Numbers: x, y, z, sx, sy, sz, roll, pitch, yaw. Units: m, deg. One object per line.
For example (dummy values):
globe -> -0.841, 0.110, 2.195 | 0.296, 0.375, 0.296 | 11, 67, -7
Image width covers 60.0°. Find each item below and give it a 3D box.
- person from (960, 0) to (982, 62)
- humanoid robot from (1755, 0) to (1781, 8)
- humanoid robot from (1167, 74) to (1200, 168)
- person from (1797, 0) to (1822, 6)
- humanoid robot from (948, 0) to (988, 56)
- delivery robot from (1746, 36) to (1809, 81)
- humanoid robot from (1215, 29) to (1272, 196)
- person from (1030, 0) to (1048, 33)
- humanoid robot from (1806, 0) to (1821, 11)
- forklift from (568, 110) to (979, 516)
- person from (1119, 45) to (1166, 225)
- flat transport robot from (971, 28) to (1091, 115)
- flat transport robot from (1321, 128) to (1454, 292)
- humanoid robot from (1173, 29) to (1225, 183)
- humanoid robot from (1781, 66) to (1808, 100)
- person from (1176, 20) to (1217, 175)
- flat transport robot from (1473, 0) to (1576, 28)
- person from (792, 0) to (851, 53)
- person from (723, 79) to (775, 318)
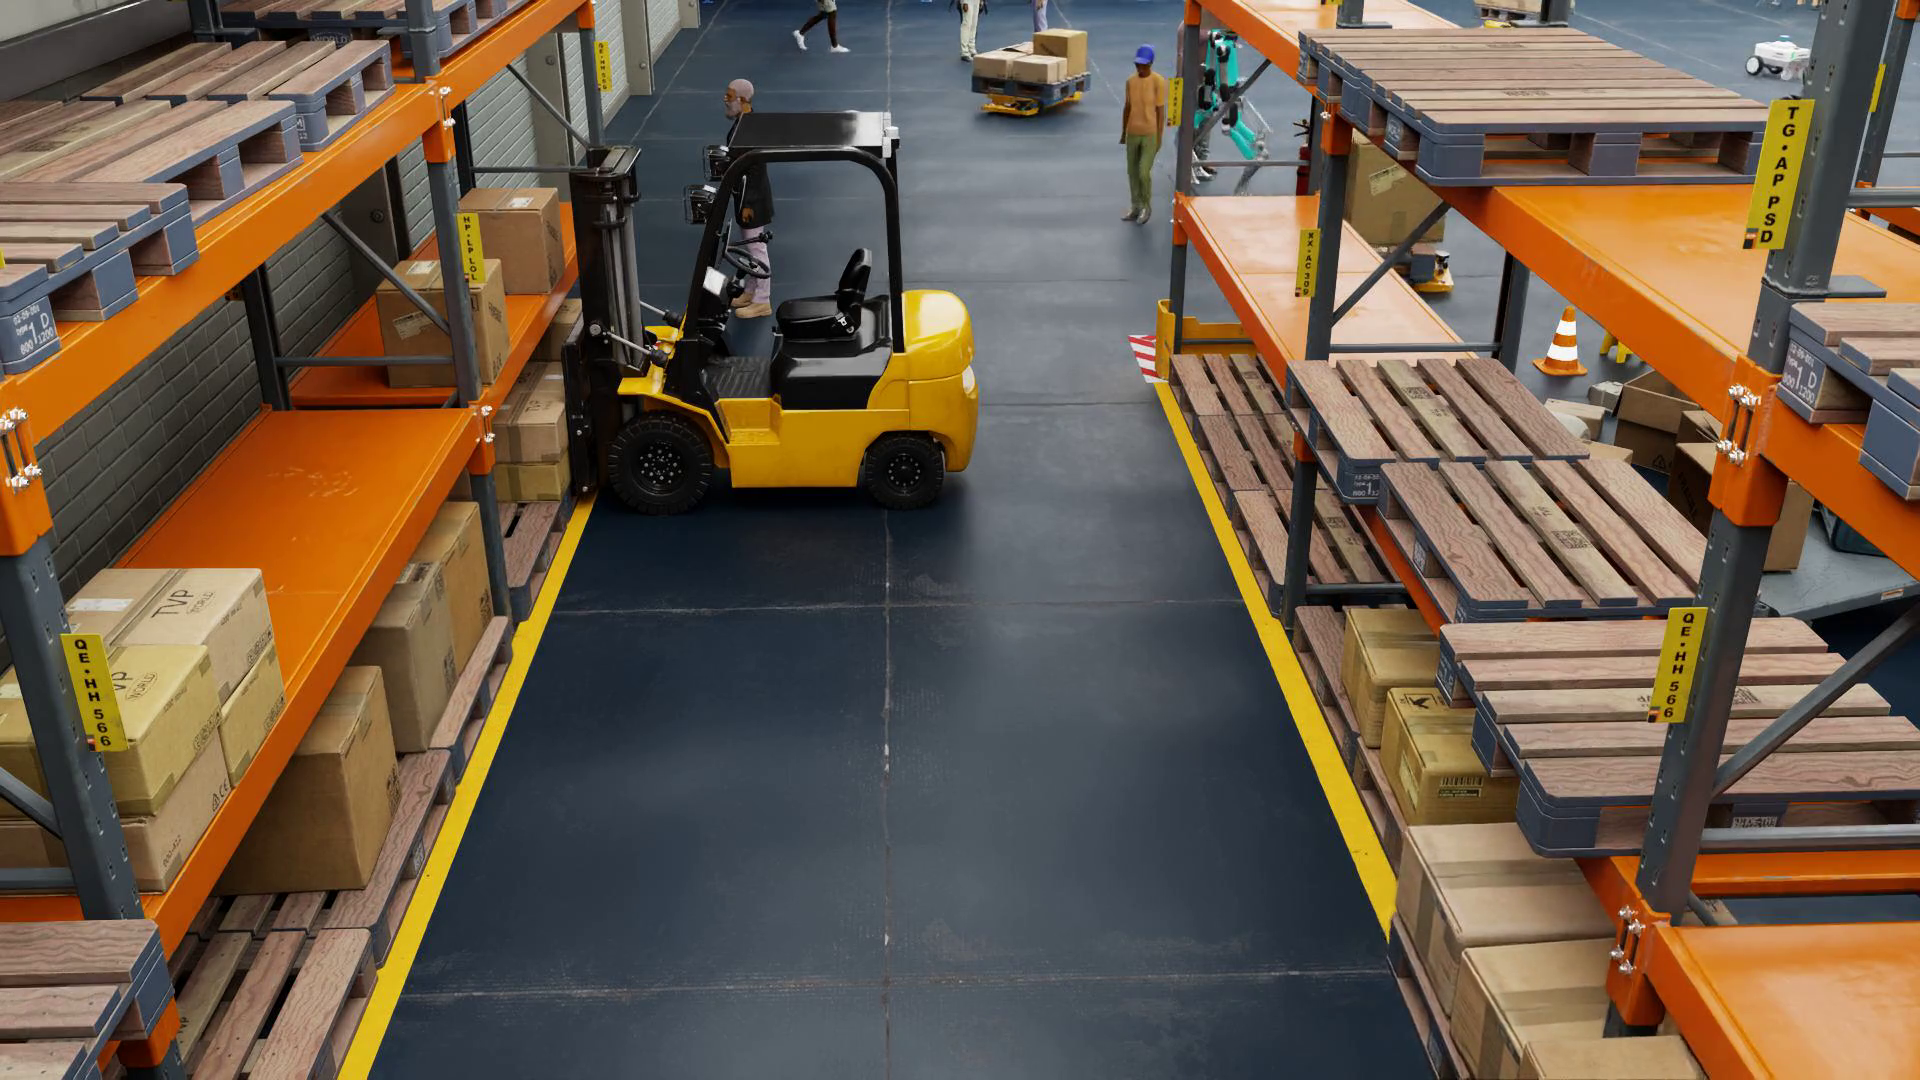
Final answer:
person -> 0.173, -7.905, 24.298 | 0.321, 1.755, 0.564 | 11, 27, 21
humanoid robot -> 14.407, -10.210, 29.238 | 0.550, 1.796, 0.791 | -10, 27, -20
humanoid robot -> 2.489, -4.887, 17.998 | 0.389, 1.656, 0.584 | 22, 33, 38
person -> 15.363, -10.549, 29.745 | 0.544, 1.890, 0.382 | 20, 32, 36
humanoid robot -> 0.131, -8.028, 24.694 | 0.618, 1.646, 0.634 | -5, 26, -10
delivery robot -> 11.448, -6.731, 23.235 | 0.519, 0.605, 0.776 | -10, 27, -20
humanoid robot -> 2.841, -4.201, 16.488 | 0.704, 1.795, 0.545 | 7, 26, 15
person -> 1.159, -7.906, 24.210 | 0.389, 1.837, 0.562 | -4, 26, -8
humanoid robot -> 15.330, -10.127, 29.131 | 0.613, 1.627, 0.612 | 12, 28, 24
forklift -> -1.043, -1.379, 9.976 | 2.313, 2.155, 1.214 | -1, 25, -2
person -> 1.724, -3.811, 15.707 | 0.496, 1.692, 0.531 | 19, 31, 34
flat transport robot -> 0.923, -5.653, 21.276 | 0.659, 0.231, 1.431 | 15, 29, 28
flat transport robot -> 3.462, -2.324, 14.225 | 1.431, 0.231, 0.659 | 4, 26, 9
humanoid robot -> 2.456, -4.612, 17.336 | 0.672, 1.788, 0.531 | 9, 27, 18
humanoid robot -> 7.597, -3.489, 15.126 | 0.588, 1.641, 0.817 | 1, 25, 3
person -> 2.571, -4.839, 17.598 | 0.628, 1.940, 0.379 | -9, 27, -19
flat transport robot -> 9.058, -8.307, 26.894 | 1.431, 0.231, 0.659 | -16, 30, -30
person -> -2.103, -8.267, 24.936 | 0.812, 1.872, 0.552 | -2, 25, -4
person -> -1.670, -2.701, 13.167 | 0.405, 1.856, 0.532 | -6, 26, -13
